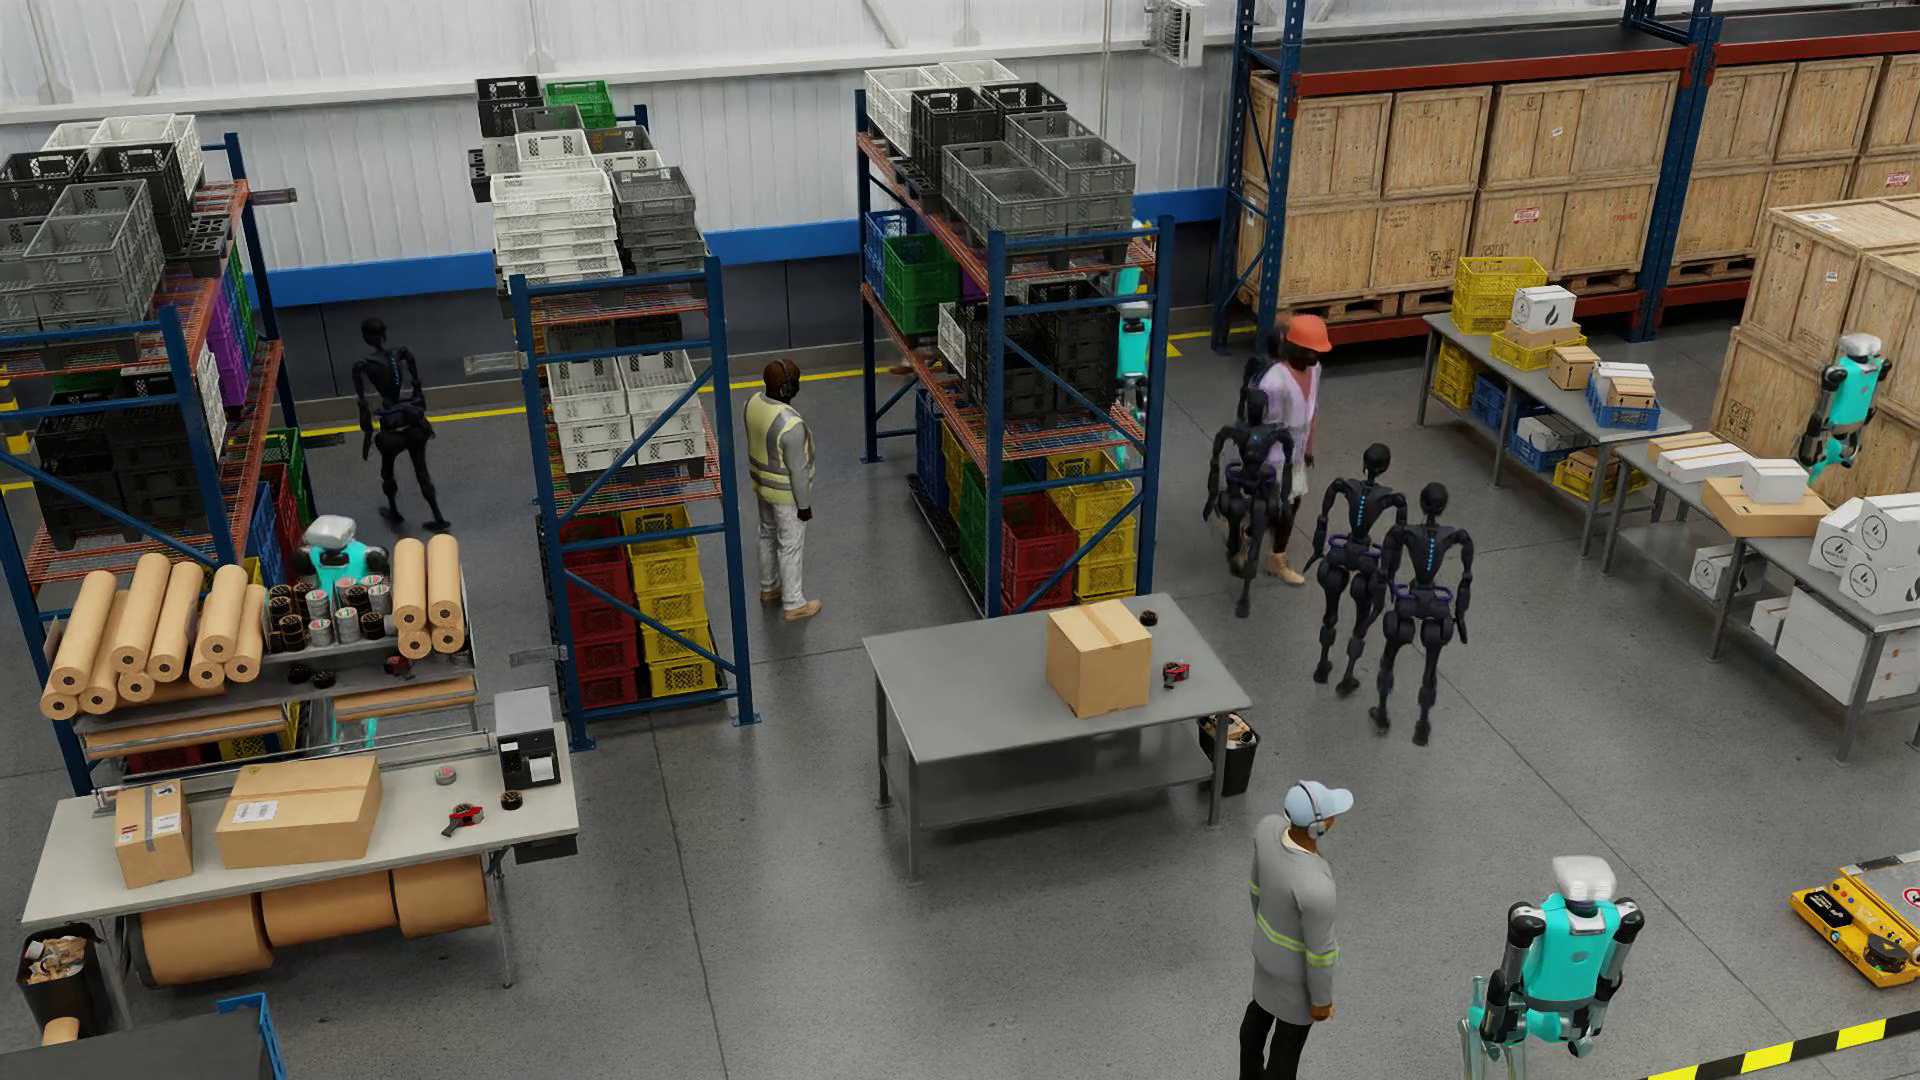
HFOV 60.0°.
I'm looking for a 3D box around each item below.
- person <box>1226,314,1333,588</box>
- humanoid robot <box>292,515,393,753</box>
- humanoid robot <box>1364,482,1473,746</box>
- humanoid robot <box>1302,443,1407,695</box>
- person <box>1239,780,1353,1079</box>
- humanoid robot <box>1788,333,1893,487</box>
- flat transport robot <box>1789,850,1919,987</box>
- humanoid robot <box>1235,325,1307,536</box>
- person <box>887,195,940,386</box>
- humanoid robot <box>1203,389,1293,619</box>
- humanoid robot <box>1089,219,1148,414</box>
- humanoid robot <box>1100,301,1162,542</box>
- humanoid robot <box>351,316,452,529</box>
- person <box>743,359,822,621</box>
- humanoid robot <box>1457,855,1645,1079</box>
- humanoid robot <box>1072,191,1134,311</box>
[{"bbox_3d":[2.237,-0.607,11.451,0.515,2.023,0.633,26,38,38],"label":"person"},{"bbox_3d":[-3.401,0.819,9.257,0.539,1.893,0.695,2,29,4],"label":"humanoid robot"},{"bbox_3d":[2.739,0.435,9.913,0.610,1.641,0.407,3,29,5],"label":"humanoid robot"},{"bbox_3d":[2.425,0.175,10.392,0.610,1.638,0.448,13,31,23],"label":"humanoid robot"},{"bbox_3d":[1.453,1.807,7.229,0.368,1.852,0.589,-9,30,-17],"label":"person"},{"bbox_3d":[6.091,-0.664,11.940,0.556,1.881,0.748,-10,30,-18],"label":"humanoid robot"},{"bbox_3d":[5.163,1.916,8.676,1.431,0.231,0.659,-8,30,-14],"label":"flat transport robot"},{"bbox_3d":[2.334,-0.844,12.243,0.609,1.646,0.482,19,34,31],"label":"humanoid robot"},{"bbox_3d":[-0.412,-2.280,14.679,0.376,1.855,0.630,-19,34,-30],"label":"person"},{"bbox_3d":[1.982,-0.334,11.374,0.609,1.607,0.812,3,29,5],"label":"humanoid robot"},{"bbox_3d":[1.193,-1.892,14.067,0.983,1.727,0.540,16,32,26],"label":"humanoid robot"},{"bbox_3d":[1.301,-0.795,12.160,0.530,1.870,0.801,-8,30,-14],"label":"humanoid robot"},{"bbox_3d":[-4.137,-0.836,12.236,0.634,1.629,0.590,18,34,29],"label":"humanoid robot"},{"bbox_3d":[-1.182,-0.347,11.173,0.431,1.835,0.622,-19,34,-31],"label":"person"},{"bbox_3d":[2.405,1.892,7.054,0.533,1.677,0.735,-2,29,-4],"label":"humanoid robot"},{"bbox_3d":[1.144,-2.269,14.794,0.890,1.777,0.569,9,30,16],"label":"humanoid robot"}]
